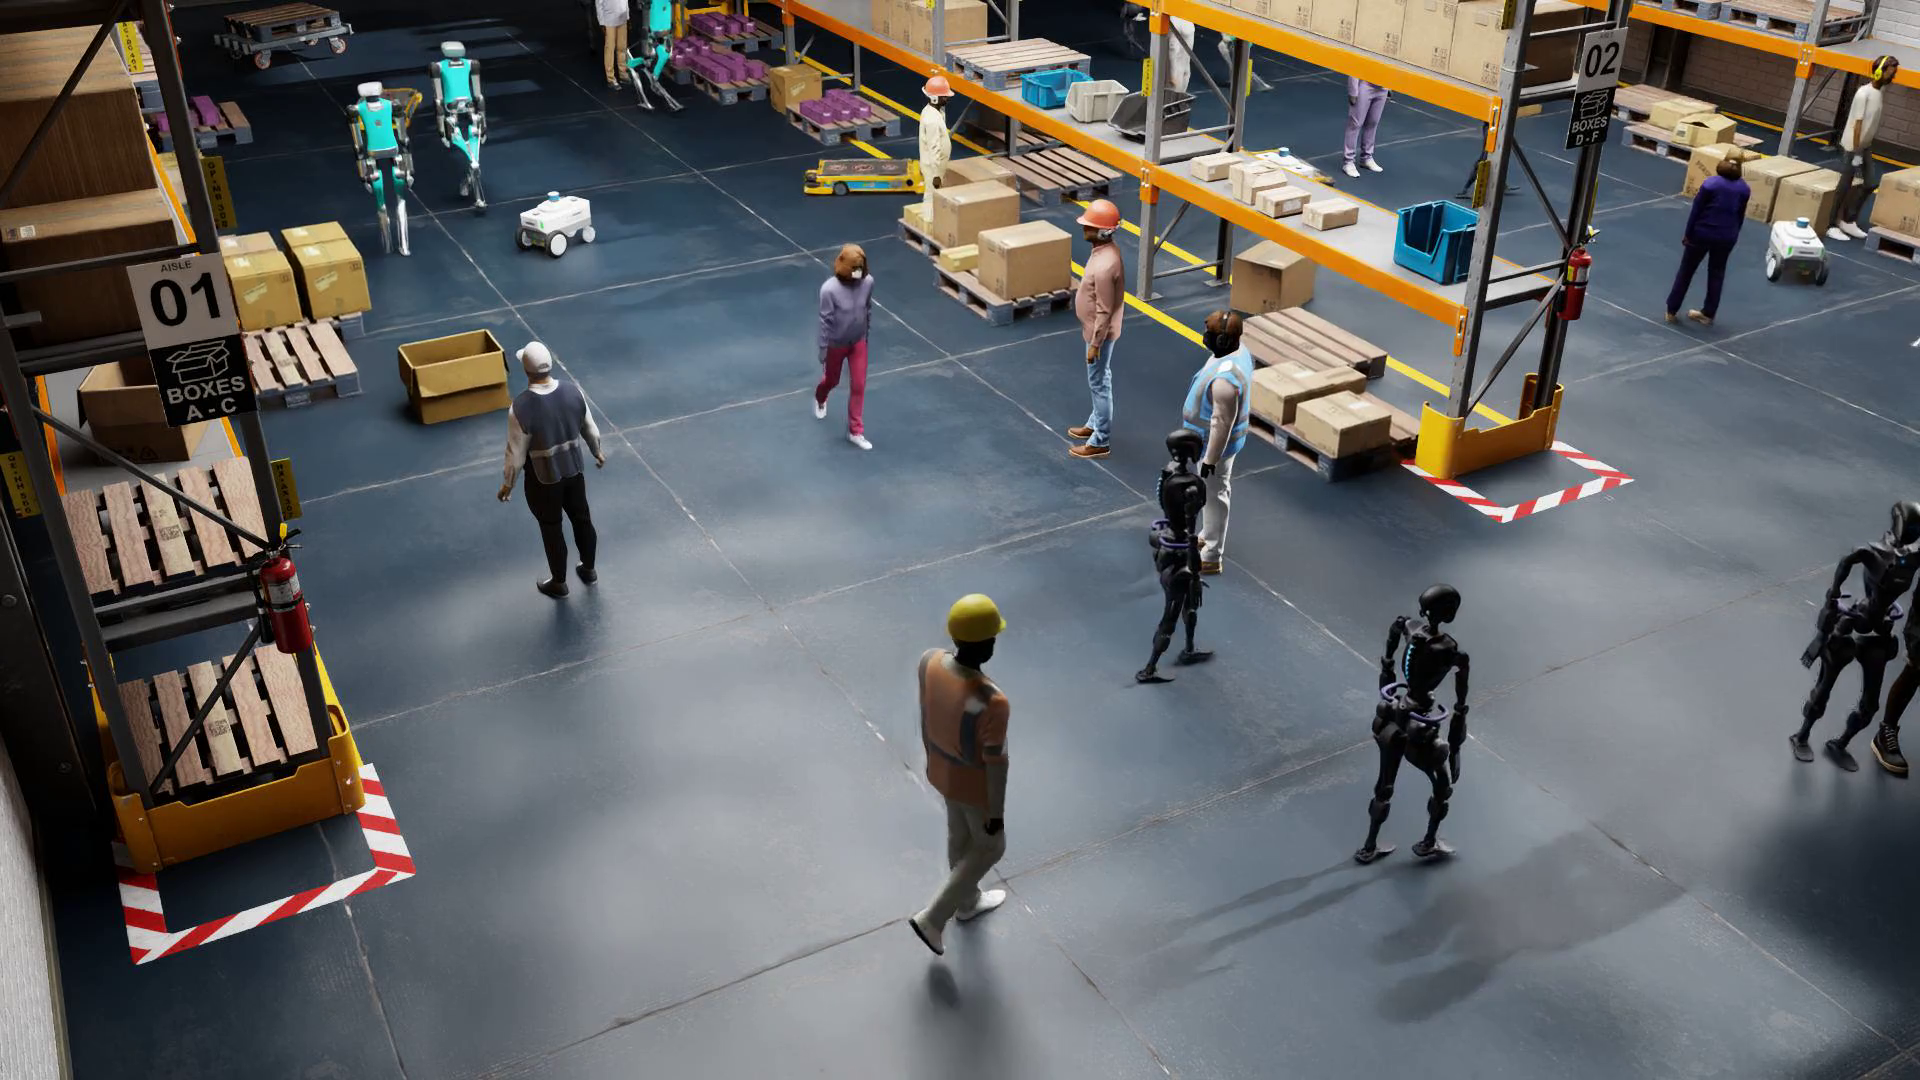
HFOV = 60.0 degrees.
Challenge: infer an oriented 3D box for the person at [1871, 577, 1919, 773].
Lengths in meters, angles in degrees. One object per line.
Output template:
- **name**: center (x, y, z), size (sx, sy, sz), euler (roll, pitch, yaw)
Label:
- **person**: center (5.437, 0.403, 9.016), size (0.603, 1.958, 0.370), euler (-1, 30, -1)

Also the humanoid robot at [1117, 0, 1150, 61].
- **humanoid robot**: center (2.447, -7.458, 22.983), size (0.466, 1.630, 0.584), euler (10, 31, 16)

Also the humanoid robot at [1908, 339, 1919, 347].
- **humanoid robot**: center (8.641, -2.413, 14.157), size (0.766, 1.786, 0.546), euler (-16, 34, -26)

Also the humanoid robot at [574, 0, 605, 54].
- **humanoid robot**: center (-5.184, -7.738, 23.532), size (0.600, 1.651, 0.777), euler (-4, 30, -6)

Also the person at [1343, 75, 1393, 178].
- **person**: center (4.581, -5.022, 18.510), size (0.637, 1.909, 0.411), euler (-18, 34, -28)

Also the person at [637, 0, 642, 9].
- **person**: center (-4.916, -9.213, 25.885), size (0.616, 1.835, 0.434), euler (-8, 31, -14)

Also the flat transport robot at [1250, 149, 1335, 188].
- **flat transport robot**: center (3.554, -4.058, 18.473), size (0.659, 0.231, 1.431), euler (-9, 31, -15)

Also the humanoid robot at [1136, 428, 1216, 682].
- **humanoid robot**: center (1.339, 0.084, 9.850), size (0.550, 1.644, 0.601), euler (-5, 30, -8)

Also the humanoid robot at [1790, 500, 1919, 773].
- **humanoid robot**: center (4.941, 0.525, 9.083), size (0.599, 1.655, 0.331), euler (0, 30, 1)

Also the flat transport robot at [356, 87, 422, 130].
- **flat transport robot**: center (-7.178, -5.403, 20.815), size (0.659, 0.231, 1.431), euler (-4, 30, -7)

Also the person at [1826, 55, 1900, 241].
- **person**: center (9.030, -3.874, 16.564), size (0.531, 1.853, 0.513), euler (-21, 36, -31)

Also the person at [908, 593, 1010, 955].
- **person**: center (-0.013, 1.119, 7.813), size (0.600, 1.913, 0.590), euler (-23, 37, -34)

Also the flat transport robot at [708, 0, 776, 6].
- **flat transport robot**: center (-3.272, -8.726, 26.599), size (1.431, 0.231, 0.659), euler (0, 30, 0)

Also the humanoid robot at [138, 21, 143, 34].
- **humanoid robot**: center (-11.159, -7.009, 22.235), size (0.609, 1.635, 0.673), euler (-17, 34, -27)

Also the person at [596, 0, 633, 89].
- **person**: center (-4.519, -6.830, 21.811), size (0.342, 1.747, 0.574), euler (18, 35, 29)

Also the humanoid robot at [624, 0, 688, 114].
- **humanoid robot**: center (-3.815, -6.071, 20.499), size (1.021, 1.720, 0.538), euler (21, 36, 32)

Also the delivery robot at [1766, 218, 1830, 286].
- **delivery robot**: center (8.035, -2.794, 15.972), size (0.499, 0.581, 0.754), euler (6, 30, 10)

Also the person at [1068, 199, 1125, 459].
- **person**: center (1.025, -1.575, 12.418), size (0.374, 1.997, 0.613), euler (2, 30, 4)

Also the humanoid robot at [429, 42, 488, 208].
- **humanoid robot**: center (-5.124, -4.268, 17.368), size (0.565, 1.726, 1.041), euler (-18, 35, -29)

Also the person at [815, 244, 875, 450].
- **person**: center (-0.908, -1.544, 12.754), size (0.518, 1.599, 0.731), euler (-19, 35, -29)

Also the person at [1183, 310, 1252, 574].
- **person**: center (1.670, -0.645, 10.955), size (0.429, 1.844, 0.626), euler (6, 30, 10)

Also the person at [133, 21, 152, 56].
- **person**: center (-10.862, -6.806, 21.597), size (0.589, 1.923, 0.515), euler (15, 33, 24)

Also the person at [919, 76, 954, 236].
- **person**: center (-0.225, -3.675, 16.315), size (0.342, 1.748, 0.571), euler (-2, 30, -3)

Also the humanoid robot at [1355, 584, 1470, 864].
- **humanoid robot**: center (2.311, 0.922, 8.396), size (0.496, 1.649, 0.584), euler (-19, 35, -29)

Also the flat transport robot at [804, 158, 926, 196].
- **flat transport robot**: center (-0.986, -4.017, 18.402), size (1.431, 0.231, 0.659), euler (0, 30, 0)

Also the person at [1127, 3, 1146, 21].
- **person**: center (2.698, -8.867, 25.261), size (0.339, 1.846, 0.510), euler (1, 30, 1)

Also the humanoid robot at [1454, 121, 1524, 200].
- **humanoid robot**: center (5.775, -4.444, 17.765), size (0.759, 1.621, 0.593), euler (3, 30, 4)

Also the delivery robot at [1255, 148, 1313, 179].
- **delivery robot**: center (3.464, -3.937, 17.976), size (0.499, 0.595, 0.792), euler (-17, 34, -27)

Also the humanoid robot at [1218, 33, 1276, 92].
- **humanoid robot**: center (3.716, -6.696, 21.608), size (0.911, 1.773, 0.543), euler (5, 30, 9)

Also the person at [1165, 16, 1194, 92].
- **person**: center (2.550, -5.487, 19.336), size (0.376, 1.892, 0.570), euler (13, 33, 22)

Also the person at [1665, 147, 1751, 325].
- **person**: center (6.651, -2.688, 14.739), size (0.484, 1.603, 0.395), euler (3, 30, 5)

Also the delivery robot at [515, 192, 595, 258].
- **delivery robot**: center (-4.047, -3.180, 16.653), size (0.499, 0.589, 0.782), euler (19, 35, 29)

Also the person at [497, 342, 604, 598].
- **person**: center (-2.612, -0.445, 10.687), size (0.763, 1.759, 0.432), euler (-26, 39, -37)

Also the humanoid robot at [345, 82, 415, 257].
- **humanoid robot**: center (-5.619, -3.568, 16.258), size (0.545, 1.901, 0.684), euler (-12, 32, -21)
